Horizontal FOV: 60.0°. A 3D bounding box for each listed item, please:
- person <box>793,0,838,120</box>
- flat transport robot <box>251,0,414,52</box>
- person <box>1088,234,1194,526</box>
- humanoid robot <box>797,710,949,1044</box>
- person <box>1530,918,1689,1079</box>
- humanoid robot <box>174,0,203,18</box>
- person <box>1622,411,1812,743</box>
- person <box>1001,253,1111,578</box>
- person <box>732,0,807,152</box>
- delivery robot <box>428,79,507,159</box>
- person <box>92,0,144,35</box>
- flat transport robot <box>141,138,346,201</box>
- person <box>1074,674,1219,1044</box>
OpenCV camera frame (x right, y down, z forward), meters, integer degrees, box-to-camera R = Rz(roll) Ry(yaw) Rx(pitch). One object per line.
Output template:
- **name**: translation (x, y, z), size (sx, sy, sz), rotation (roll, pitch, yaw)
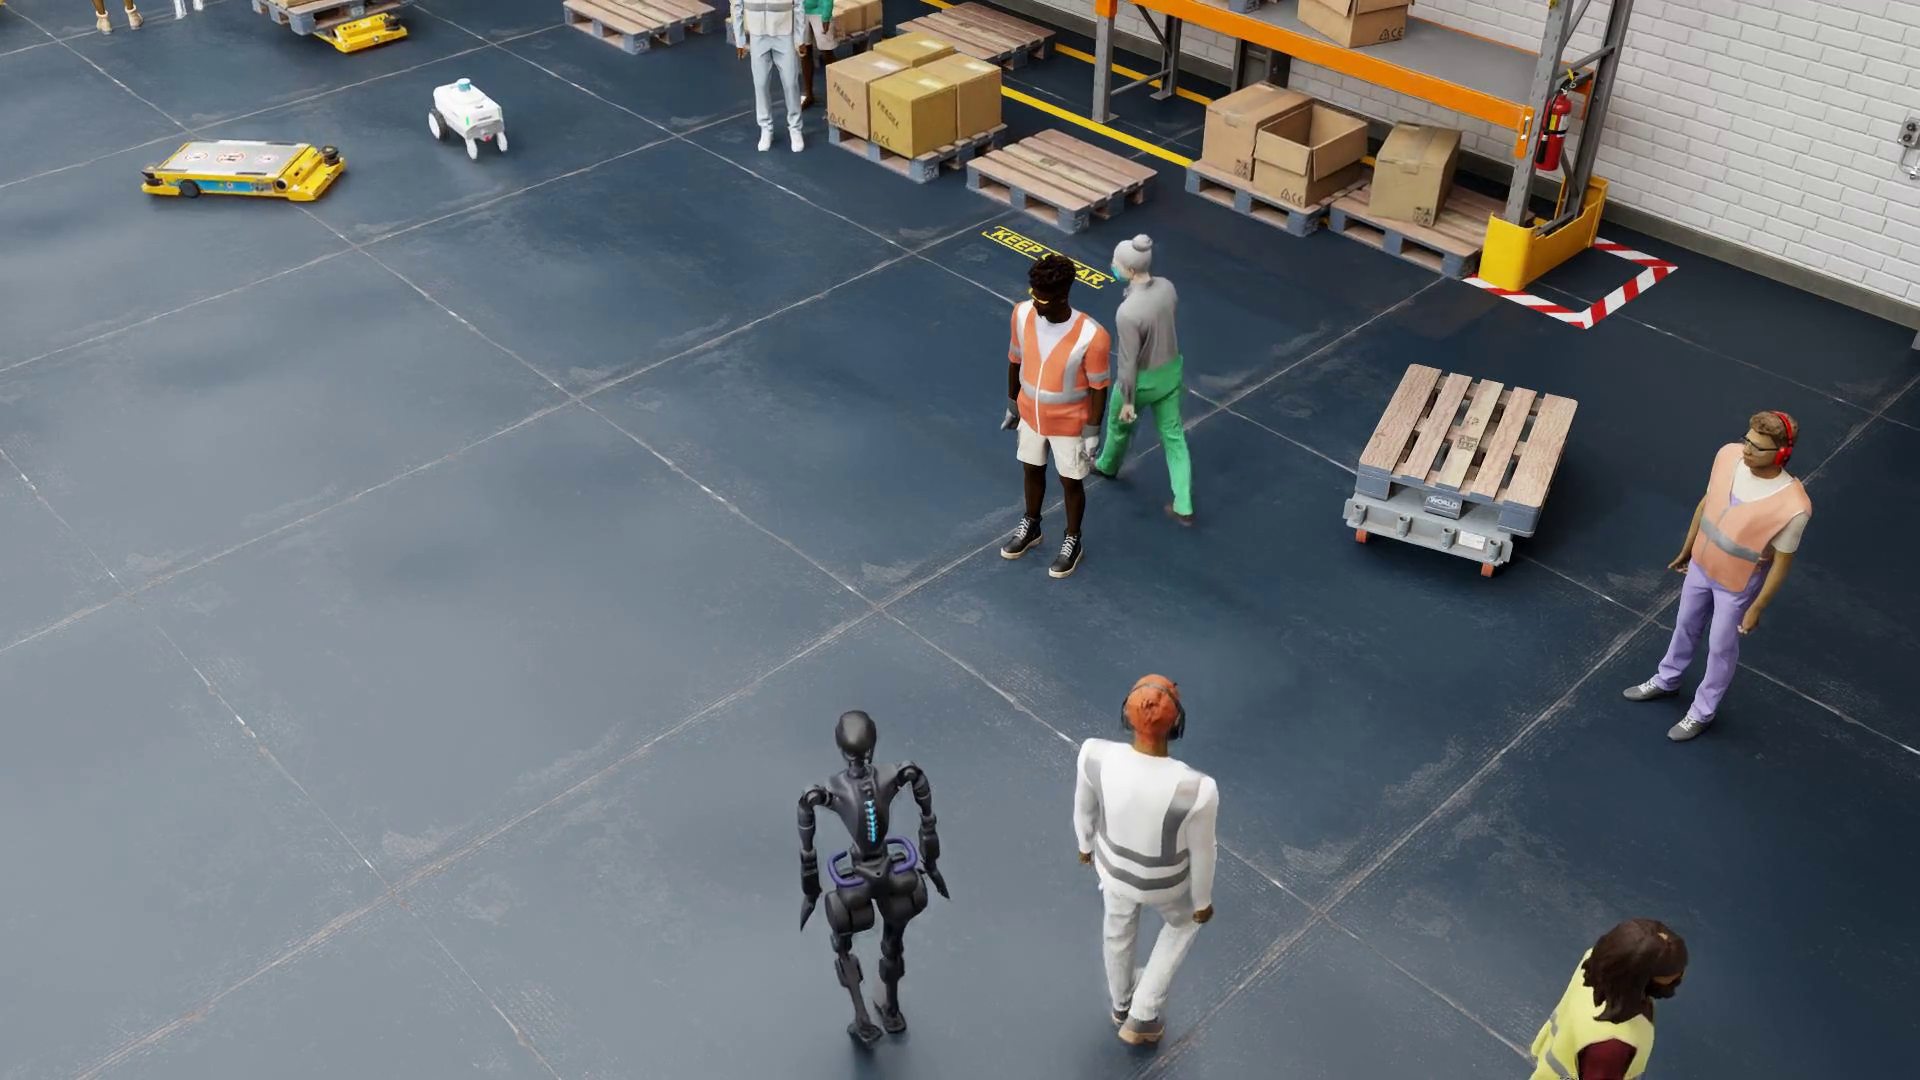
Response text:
- **person**: translation (-1.261, -4.552, 14.263), size (0.487, 1.841, 0.389), rotation (20, 41, 24)
- **flat transport robot**: translation (-6.103, -5.122, 16.314), size (1.431, 0.231, 0.659), rotation (31, 47, 34)
- **person**: translation (1.066, -0.945, 9.517), size (0.519, 1.800, 0.957), rotation (-25, 43, -29)
- **humanoid robot**: translation (-0.344, 1.350, 6.579), size (0.612, 1.635, 0.364), rotation (-12, 39, -16)
- **person**: translation (2.158, 1.922, 5.753), size (0.397, 1.768, 0.479), rotation (13, 39, 16)
- **humanoid robot**: translation (-7.759, -6.008, 16.287), size (0.543, 1.791, 0.755), rotation (-5, 37, -7)
- **person**: translation (3.694, 0.168, 8.002), size (0.391, 1.846, 0.562), rotation (-13, 39, -17)
- **person**: translation (0.501, -0.669, 9.018), size (0.611, 1.957, 0.374), rotation (23, 43, 27)
- **person**: translation (-1.560, -4.140, 13.661), size (0.596, 1.906, 0.408), rotation (-1, 37, -1)
- **delivery robot**: translation (-4.151, -3.603, 14.055), size (0.499, 0.581, 0.768), rotation (-24, 43, -29)
- **person**: translation (-8.324, -5.878, 15.847), size (0.613, 2.040, 0.389), rotation (-19, 41, -23)
- **flat transport robot**: translation (-5.817, -3.002, 13.507), size (1.431, 0.231, 0.659), rotation (3, 37, 4)
- **person**: translation (0.721, 1.271, 6.514), size (0.611, 1.875, 0.409), rotation (19, 41, 23)
